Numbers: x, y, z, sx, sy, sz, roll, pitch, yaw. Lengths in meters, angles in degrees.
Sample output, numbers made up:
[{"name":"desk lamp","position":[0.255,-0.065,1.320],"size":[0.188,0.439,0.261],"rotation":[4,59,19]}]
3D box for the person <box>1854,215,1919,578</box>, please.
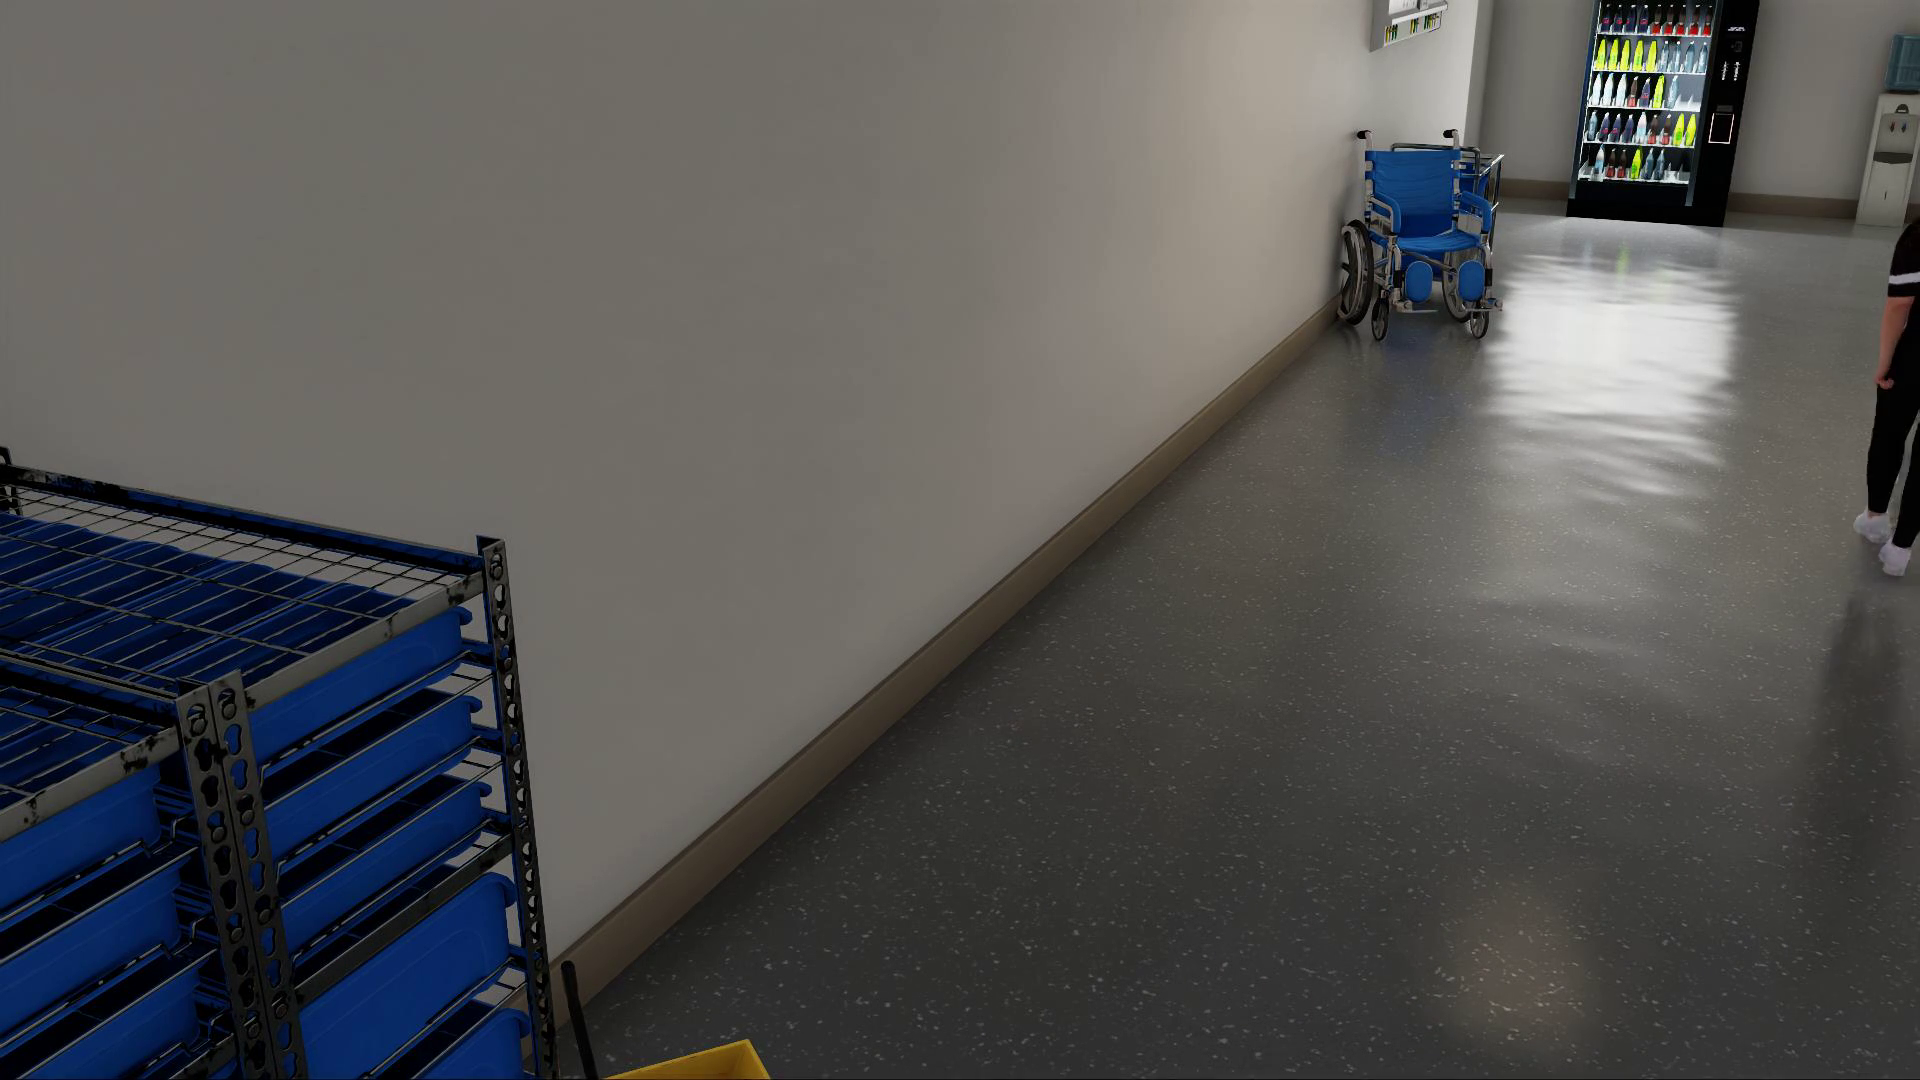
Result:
[{"name":"person","position":[3.658,-0.630,6.185],"size":[0.731,1.615,0.698],"rotation":[7,22,19]}]
